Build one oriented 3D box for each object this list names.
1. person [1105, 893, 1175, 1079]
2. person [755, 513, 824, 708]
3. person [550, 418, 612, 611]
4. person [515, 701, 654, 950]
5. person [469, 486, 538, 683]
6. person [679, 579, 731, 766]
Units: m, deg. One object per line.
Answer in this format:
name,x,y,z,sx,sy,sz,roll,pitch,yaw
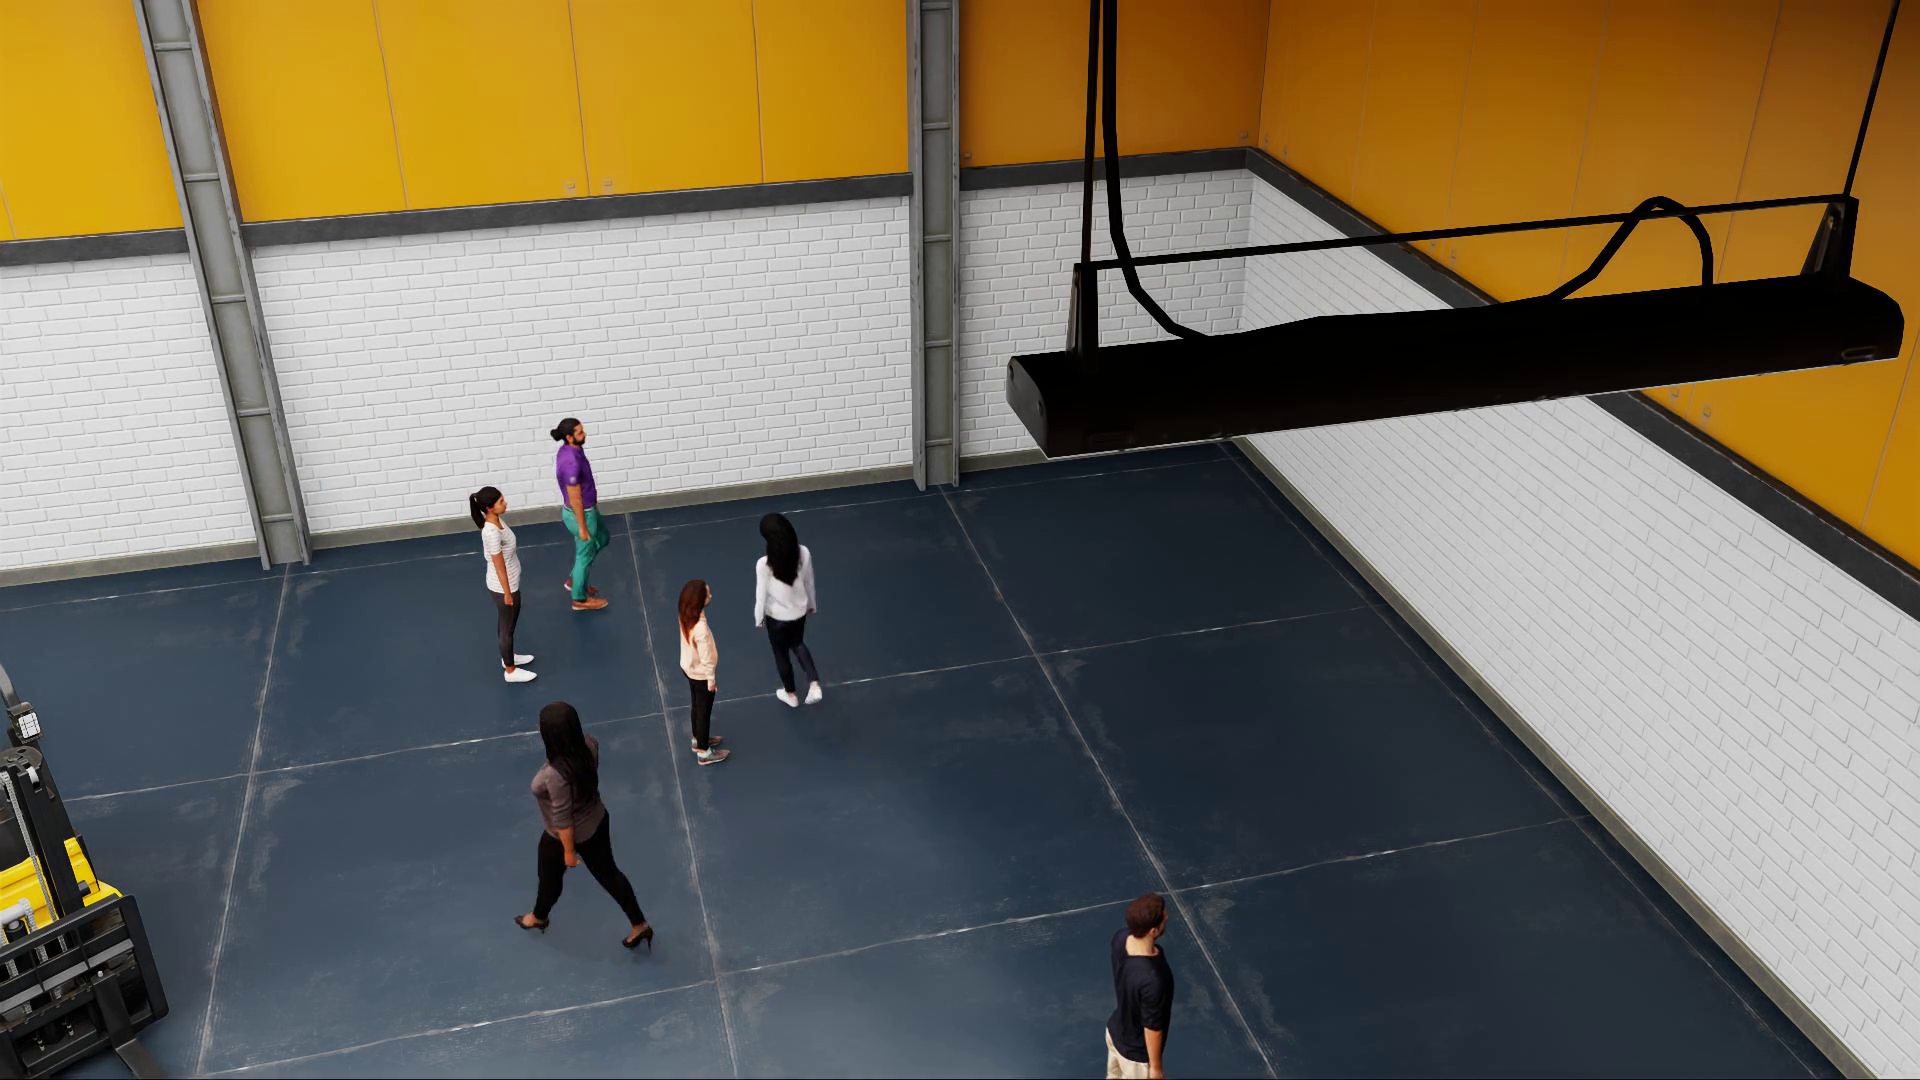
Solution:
person,0.896,2.579,8.576,0.553,1.850,0.641,-8,30,-15
person,-1.245,0.588,12.399,0.820,1.683,0.849,-20,34,-32
person,-3.231,-0.199,13.768,0.648,1.754,0.644,-6,29,-11
person,-2.224,1.803,10.068,1.258,1.783,1.089,10,30,17
person,-3.553,0.327,12.916,0.517,1.647,0.557,-8,30,-14
person,-1.877,0.931,11.978,0.563,1.484,0.595,-14,31,-24
